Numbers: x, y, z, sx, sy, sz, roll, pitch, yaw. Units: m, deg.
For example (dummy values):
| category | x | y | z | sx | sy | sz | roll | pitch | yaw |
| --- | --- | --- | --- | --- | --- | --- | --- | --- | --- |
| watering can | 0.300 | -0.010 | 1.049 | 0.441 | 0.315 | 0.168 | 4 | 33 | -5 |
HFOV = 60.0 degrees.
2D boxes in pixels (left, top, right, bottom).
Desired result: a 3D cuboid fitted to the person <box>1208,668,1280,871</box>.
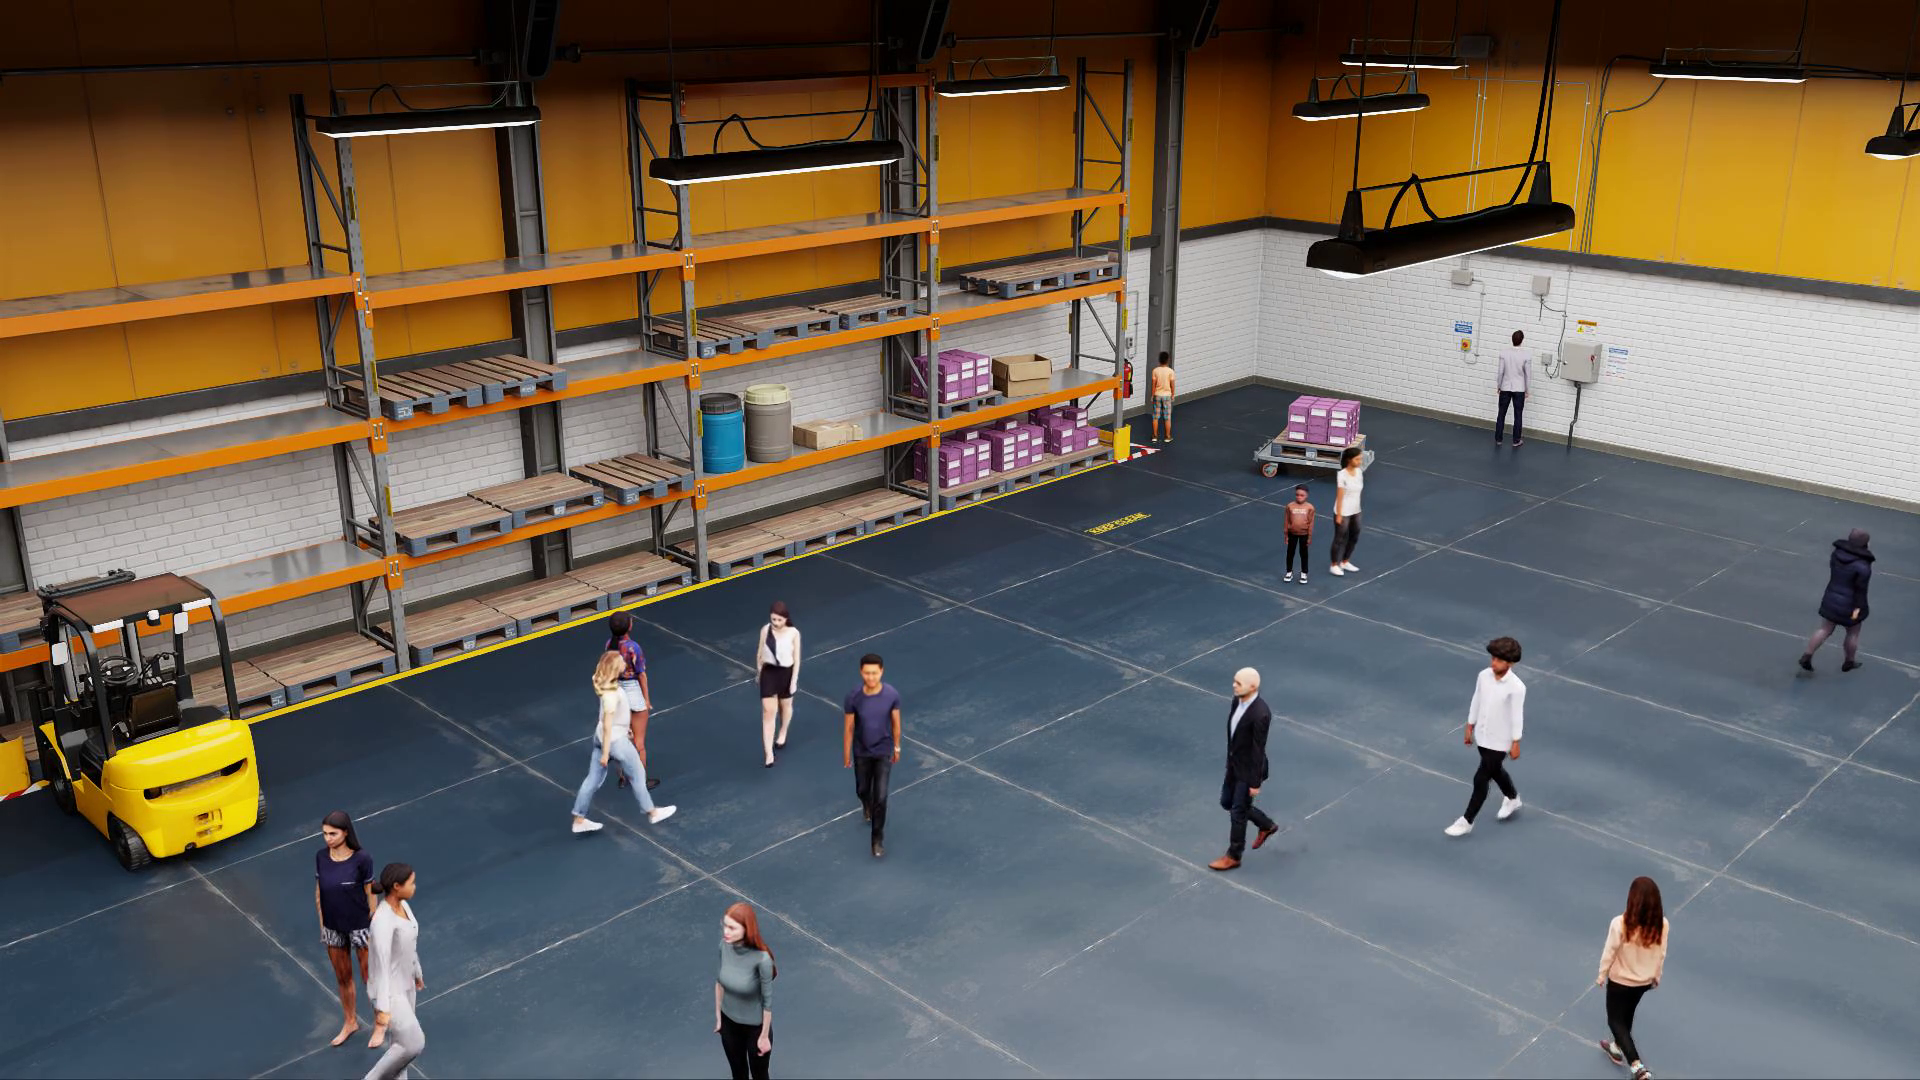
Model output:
| category | x | y | z | sx | sy | sz | roll | pitch | yaw |
| --- | --- | --- | --- | --- | --- | --- | --- | --- | --- |
| person | 2.437 | 1.887 | 13.790 | 1.051 | 1.786 | 0.919 | -6 | 20 | -18 |

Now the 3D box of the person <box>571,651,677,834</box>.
| category | x | y | z | sx | sy | sz | roll | pitch | yaw |
| --- | --- | --- | --- | --- | --- | --- | --- | --- | --- |
| person | -3.091 | 1.776 | 14.300 | 1.213 | 1.671 | 0.900 | -8 | 20 | -23 |

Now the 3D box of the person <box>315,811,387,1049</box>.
| category | x | y | z | sx | sy | sz | roll | pitch | yaw |
| --- | --- | --- | --- | --- | --- | --- | --- | --- | --- |
| person | -4.206 | 2.672 | 11.490 | 0.659 | 1.766 | 0.697 | 2 | 19 | 7 |

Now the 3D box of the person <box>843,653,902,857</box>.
| category | x | y | z | sx | sy | sz | roll | pitch | yaw |
| --- | --- | --- | --- | --- | --- | --- | --- | --- | --- |
| person | -0.737 | 1.765 | 14.181 | 1.061 | 1.768 | 1.094 | -1 | 19 | -4 |

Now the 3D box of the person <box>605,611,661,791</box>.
| category | x | y | z | sx | sy | sz | roll | pitch | yaw |
| --- | --- | --- | --- | --- | --- | --- | --- | --- | --- |
| person | -3.019 | 1.453 | 15.149 | 0.642 | 1.741 | 0.606 | 10 | 21 | 27 |

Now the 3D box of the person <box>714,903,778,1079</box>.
| category | x | y | z | sx | sy | sz | roll | pitch | yaw |
| --- | --- | --- | --- | --- | --- | --- | --- | --- | --- |
| person | -1.339 | 3.047 | 10.413 | 0.619 | 1.743 | 0.599 | 12 | 22 | 32 |

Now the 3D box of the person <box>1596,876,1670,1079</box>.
| category | x | y | z | sx | sy | sz | roll | pitch | yaw |
| --- | --- | --- | --- | --- | --- | --- | --- | --- | --- |
| person | 4.501 | 2.960 | 11.107 | 0.908 | 1.466 | 0.903 | -4 | 19 | -11 |

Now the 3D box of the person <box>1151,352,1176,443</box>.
| category | x | y | z | sx | sy | sz | roll | pitch | yaw |
| --- | --- | --- | --- | --- | --- | --- | --- | --- | --- |
| person | 3.257 | -2.310 | 26.762 | 0.606 | 1.461 | 0.638 | 3 | 19 | 10 |

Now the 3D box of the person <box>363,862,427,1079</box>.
| category | x | y | z | sx | sy | sz | roll | pitch | yaw |
| --- | --- | --- | --- | --- | --- | --- | --- | --- | --- |
| person | -3.770 | 2.920 | 10.839 | 0.926 | 1.712 | 0.869 | 1 | 19 | 4 |

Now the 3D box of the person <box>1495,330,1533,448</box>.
| category | x | y | z | sx | sy | sz | roll | pitch | yaw |
| --- | --- | --- | --- | --- | --- | --- | --- | --- | --- |
| person | 8.802 | -2.421 | 26.477 | 0.746 | 1.853 | 0.695 | 9 | 21 | 25 |

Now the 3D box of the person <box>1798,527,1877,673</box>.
| category | x | y | z | sx | sy | sz | roll | pitch | yaw |
| --- | --- | --- | --- | --- | --- | --- | --- | --- | --- |
| person | 9.308 | 0.664 | 17.635 | 1.144 | 1.650 | 0.905 | -8 | 20 | -22 |

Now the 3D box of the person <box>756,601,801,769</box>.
| category | x | y | z | sx | sy | sz | roll | pitch | yaw |
| --- | --- | --- | --- | --- | --- | --- | --- | --- | --- |
| person | -1.698 | 1.302 | 15.811 | 1.005 | 1.605 | 1.076 | 2 | 19 | 5 |

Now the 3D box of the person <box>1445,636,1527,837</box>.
| category | x | y | z | sx | sy | sz | roll | pitch | yaw |
| --- | --- | --- | --- | --- | --- | --- | --- | --- | --- |
| person | 4.687 | 1.682 | 14.426 | 1.221 | 1.769 | 0.868 | -10 | 21 | -28 |

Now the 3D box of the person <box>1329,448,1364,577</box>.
| category | x | y | z | sx | sy | sz | roll | pitch | yaw |
| --- | --- | --- | --- | --- | --- | --- | --- | --- | --- |
| person | 4.811 | -0.354 | 20.676 | 0.530 | 1.638 | 0.673 | -12 | 22 | -31 |

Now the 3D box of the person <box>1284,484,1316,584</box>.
| category | x | y | z | sx | sy | sz | roll | pitch | yaw |
| --- | --- | --- | --- | --- | --- | --- | --- | --- | --- |
| person | 4.183 | -0.090 | 20.498 | 0.576 | 1.252 | 0.582 | 7 | 20 | 19 |
